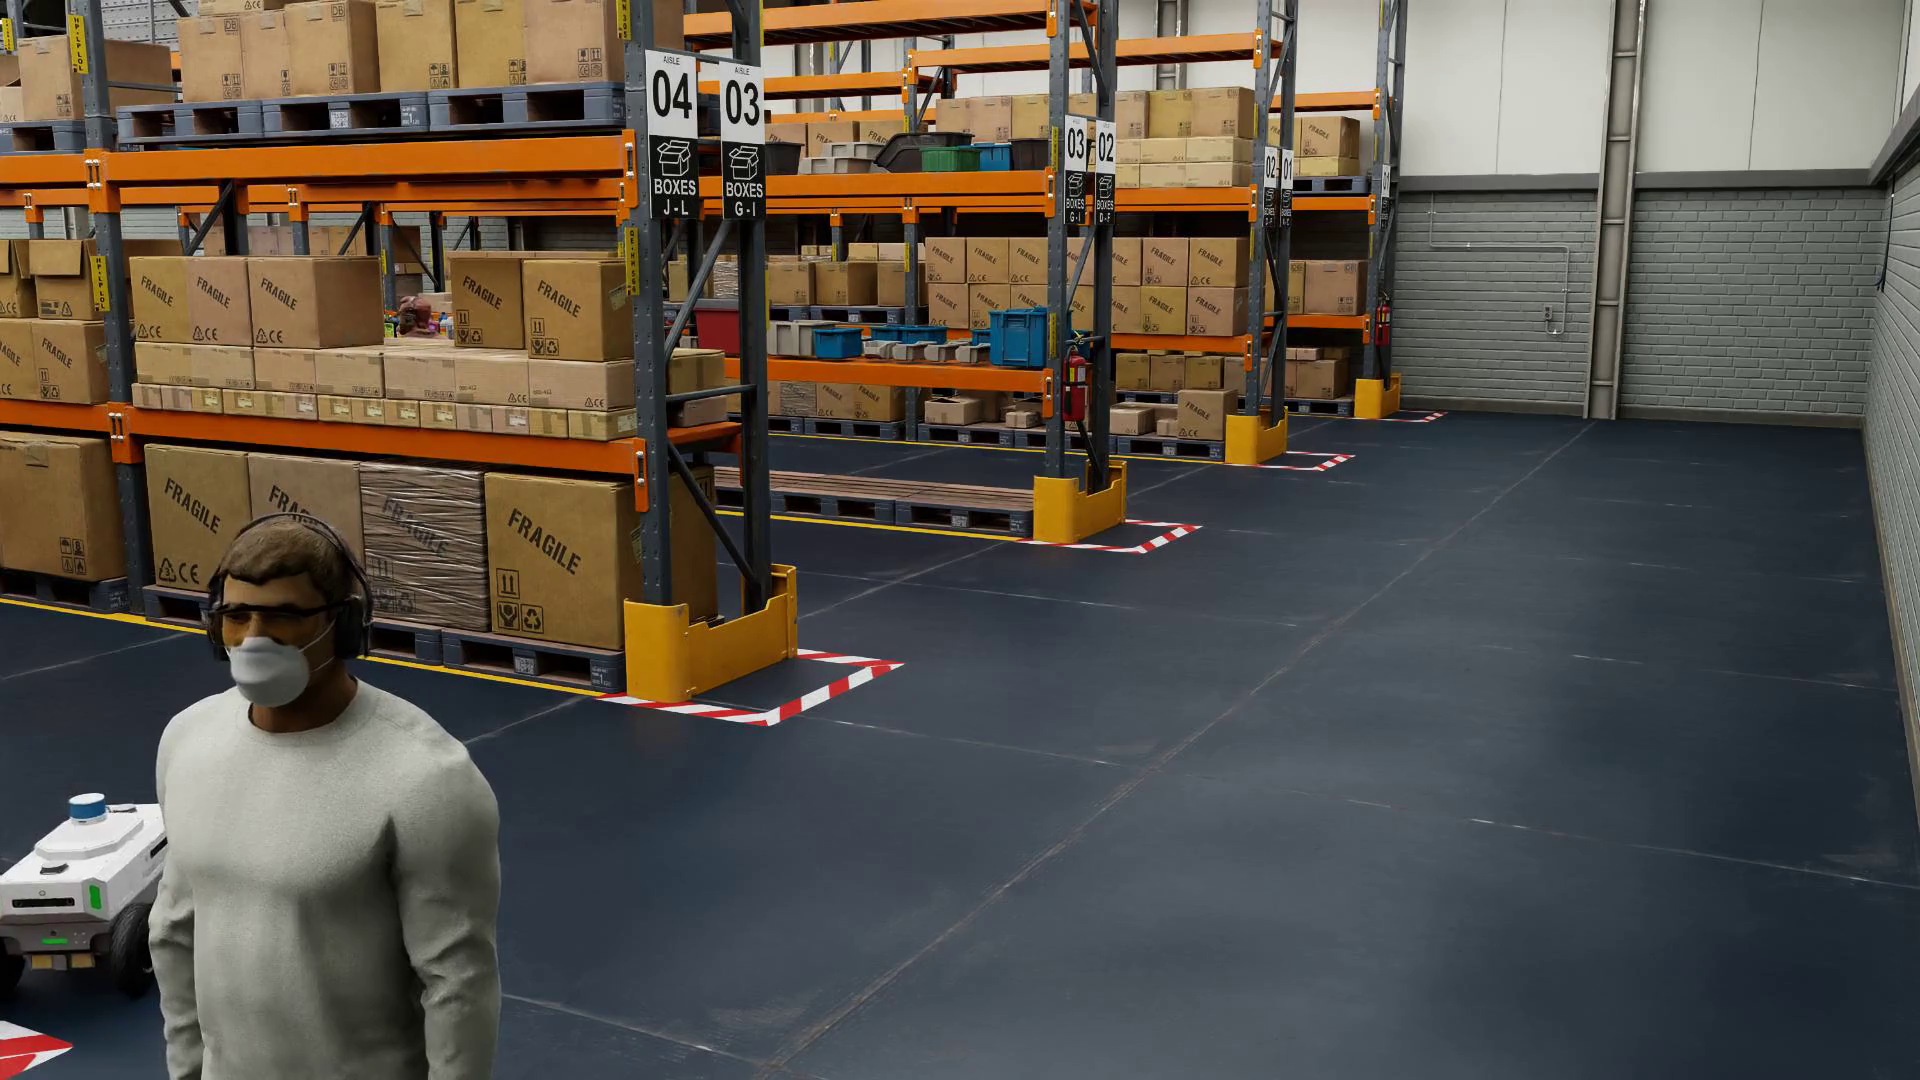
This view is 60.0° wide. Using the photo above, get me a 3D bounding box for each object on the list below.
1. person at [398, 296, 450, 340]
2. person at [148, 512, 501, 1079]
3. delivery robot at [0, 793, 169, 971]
[{"bbox_3d":[-3.959,-0.826,12.214,0.408,1.907,0.653,6,12,29],"label":"person"},{"bbox_3d":[-1.008,0.915,2.635,0.630,1.940,0.372,4,11,20],"label":"person"},{"bbox_3d":[-2.791,1.060,5.362,0.477,0.478,0.707,-1,10,-4],"label":"delivery robot"}]
